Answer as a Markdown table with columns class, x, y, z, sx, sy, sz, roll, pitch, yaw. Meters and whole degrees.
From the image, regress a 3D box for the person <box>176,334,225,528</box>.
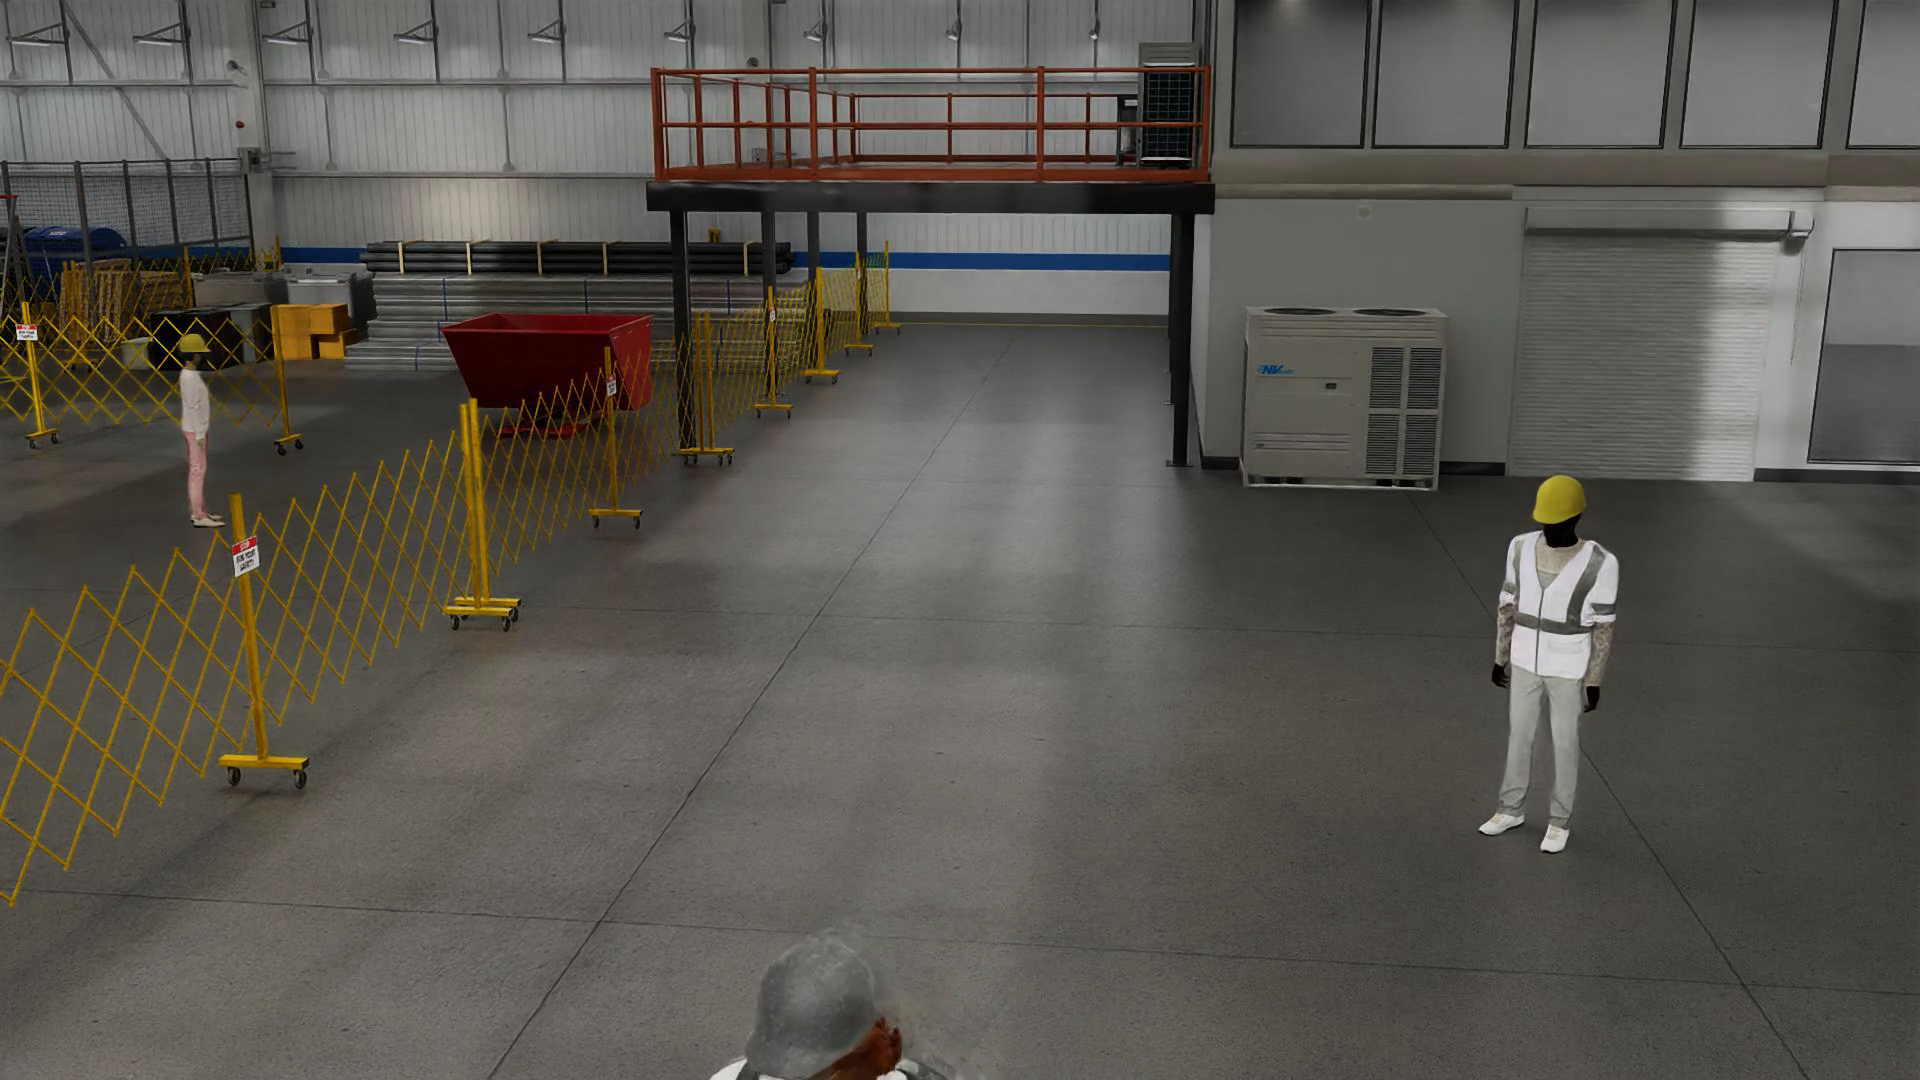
| class | x | y | z | sx | sy | sz | roll | pitch | yaw |
| --- | --- | --- | --- | --- | --- | --- | --- | --- | --- |
| person | -6.945 | -1.002 | 15.205 | 0.329 | 1.767 | 0.529 | -6 | 15 | -25 |

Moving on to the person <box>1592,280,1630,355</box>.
| class | x | y | z | sx | sy | sz | roll | pitch | yaw |
| --- | --- | --- | --- | --- | --- | --- | --- | --- | --- |
| person | 10.271 | -3.744 | 26.152 | 0.800 | 1.887 | 0.655 | 11 | 17 | 37 |

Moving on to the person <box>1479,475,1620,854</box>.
| class | x | y | z | sx | sy | sz | roll | pitch | yaw |
| --- | --- | --- | --- | --- | --- | --- | --- | --- | --- |
| person | 2.934 | 0.611 | 8.297 | 0.585 | 1.918 | 0.382 | 13 | 19 | 43 |
